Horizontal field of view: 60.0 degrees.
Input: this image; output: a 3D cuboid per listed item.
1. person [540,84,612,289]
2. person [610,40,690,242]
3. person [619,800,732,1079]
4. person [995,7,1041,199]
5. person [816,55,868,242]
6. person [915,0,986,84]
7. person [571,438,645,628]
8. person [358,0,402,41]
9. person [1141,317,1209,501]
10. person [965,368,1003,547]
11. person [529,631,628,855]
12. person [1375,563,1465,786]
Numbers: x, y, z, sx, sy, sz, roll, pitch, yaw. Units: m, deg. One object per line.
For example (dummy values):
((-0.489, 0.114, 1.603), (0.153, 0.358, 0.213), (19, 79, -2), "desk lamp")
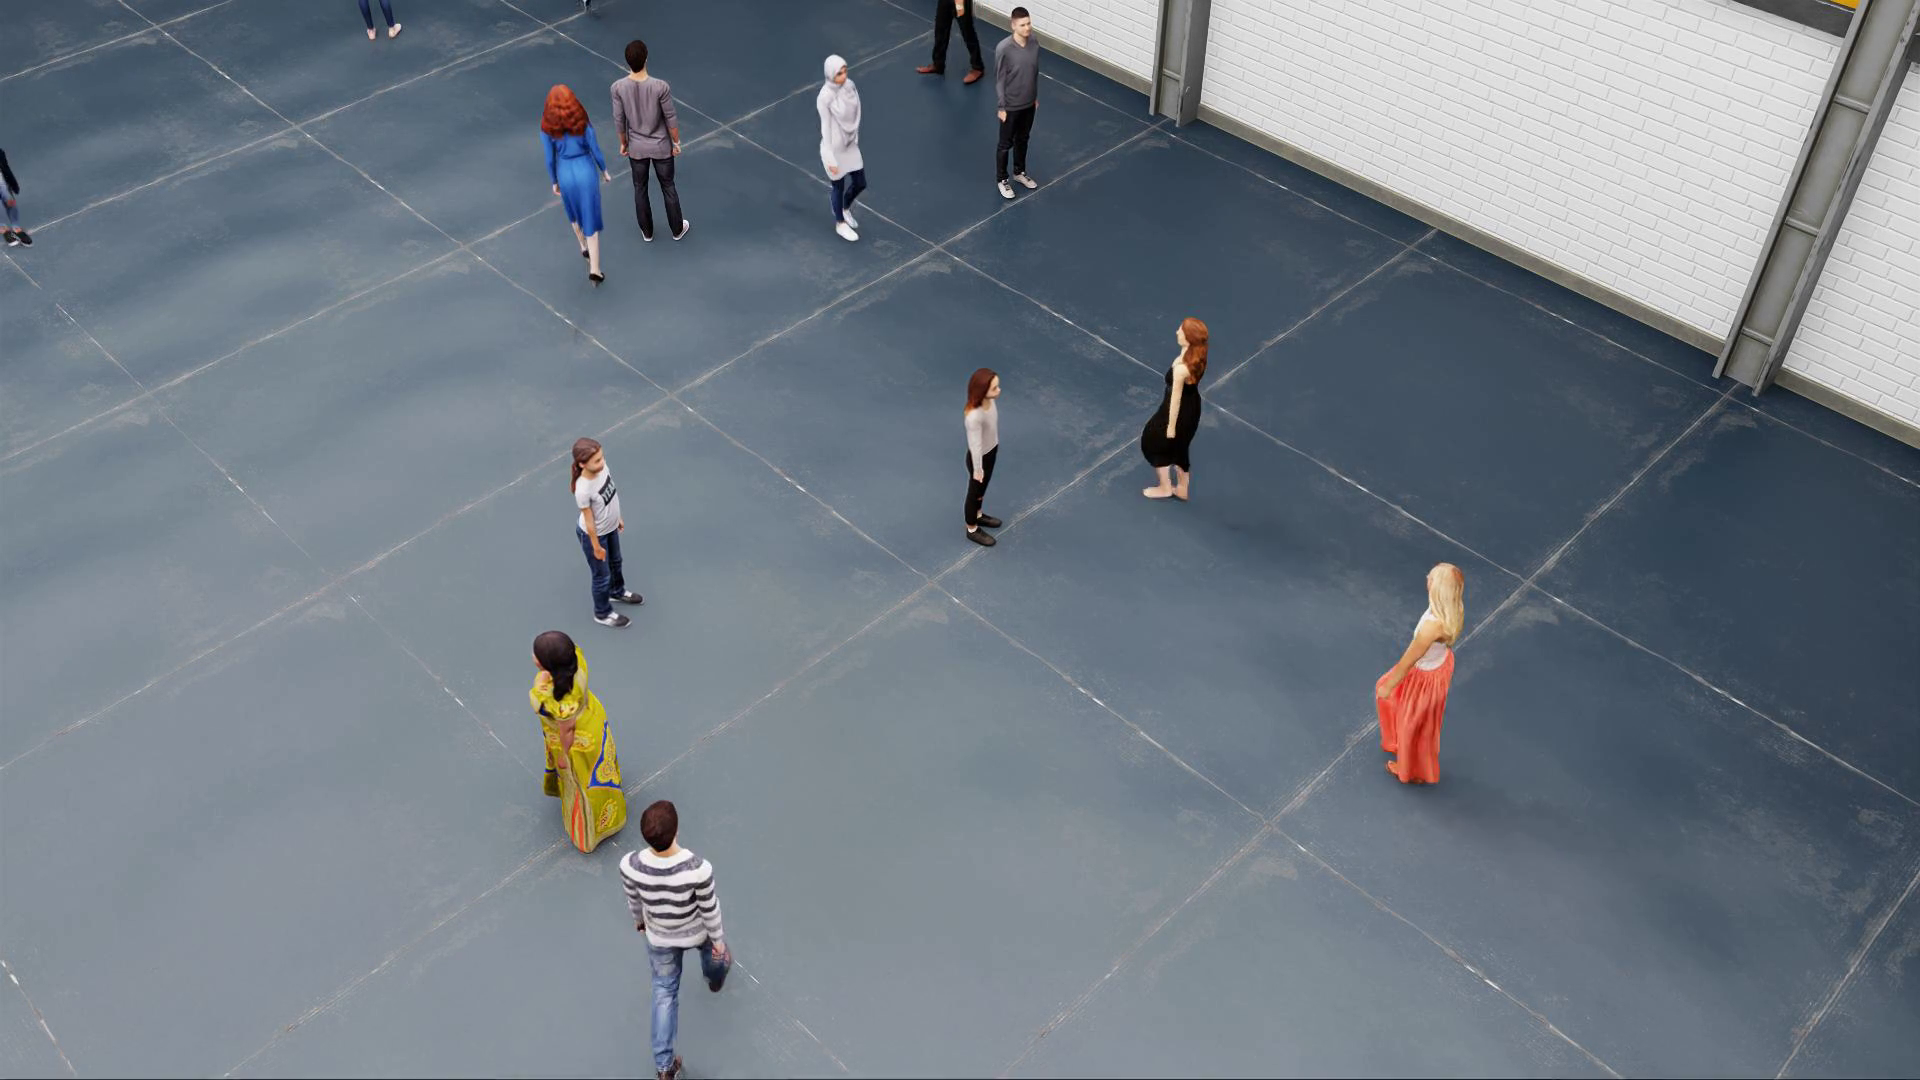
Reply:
((-3.188, -2.922, 13.898), (0.888, 1.814, 0.941), (1, 44, 1), "person")
((-2.700, -3.443, 14.418), (0.727, 1.851, 0.780), (-1, 44, -1), "person")
((-1.486, 2.102, 8.629), (1.187, 1.807, 1.203), (2, 44, 3), "person")
((0.517, -3.977, 15.044), (0.654, 1.760, 0.601), (-26, 49, -24), "person")
((-1.105, -3.416, 14.452), (0.591, 1.765, 0.597), (33, 53, 30), "person")
((0.011, -5.416, 16.575), (0.864, 1.732, 0.902), (-24, 49, -23), "person")
((-2.405, -0.077, 11.094), (0.646, 1.562, 0.613), (11, 45, 11), "person")
((-6.200, -6.047, 17.232), (0.654, 1.739, 0.688), (-7, 44, -7), "person")
((1.650, -0.883, 11.905), (0.666, 1.612, 0.644), (22, 48, 21), "person")
((0.148, -0.610, 11.710), (0.627, 1.484, 0.618), (10, 45, 11), "person")
((-2.265, 1.117, 9.770), (1.062, 1.660, 0.979), (-4, 44, -4), "person")
((2.877, 0.870, 9.937), (0.851, 1.787, 0.742), (22, 48, 22), "person")
